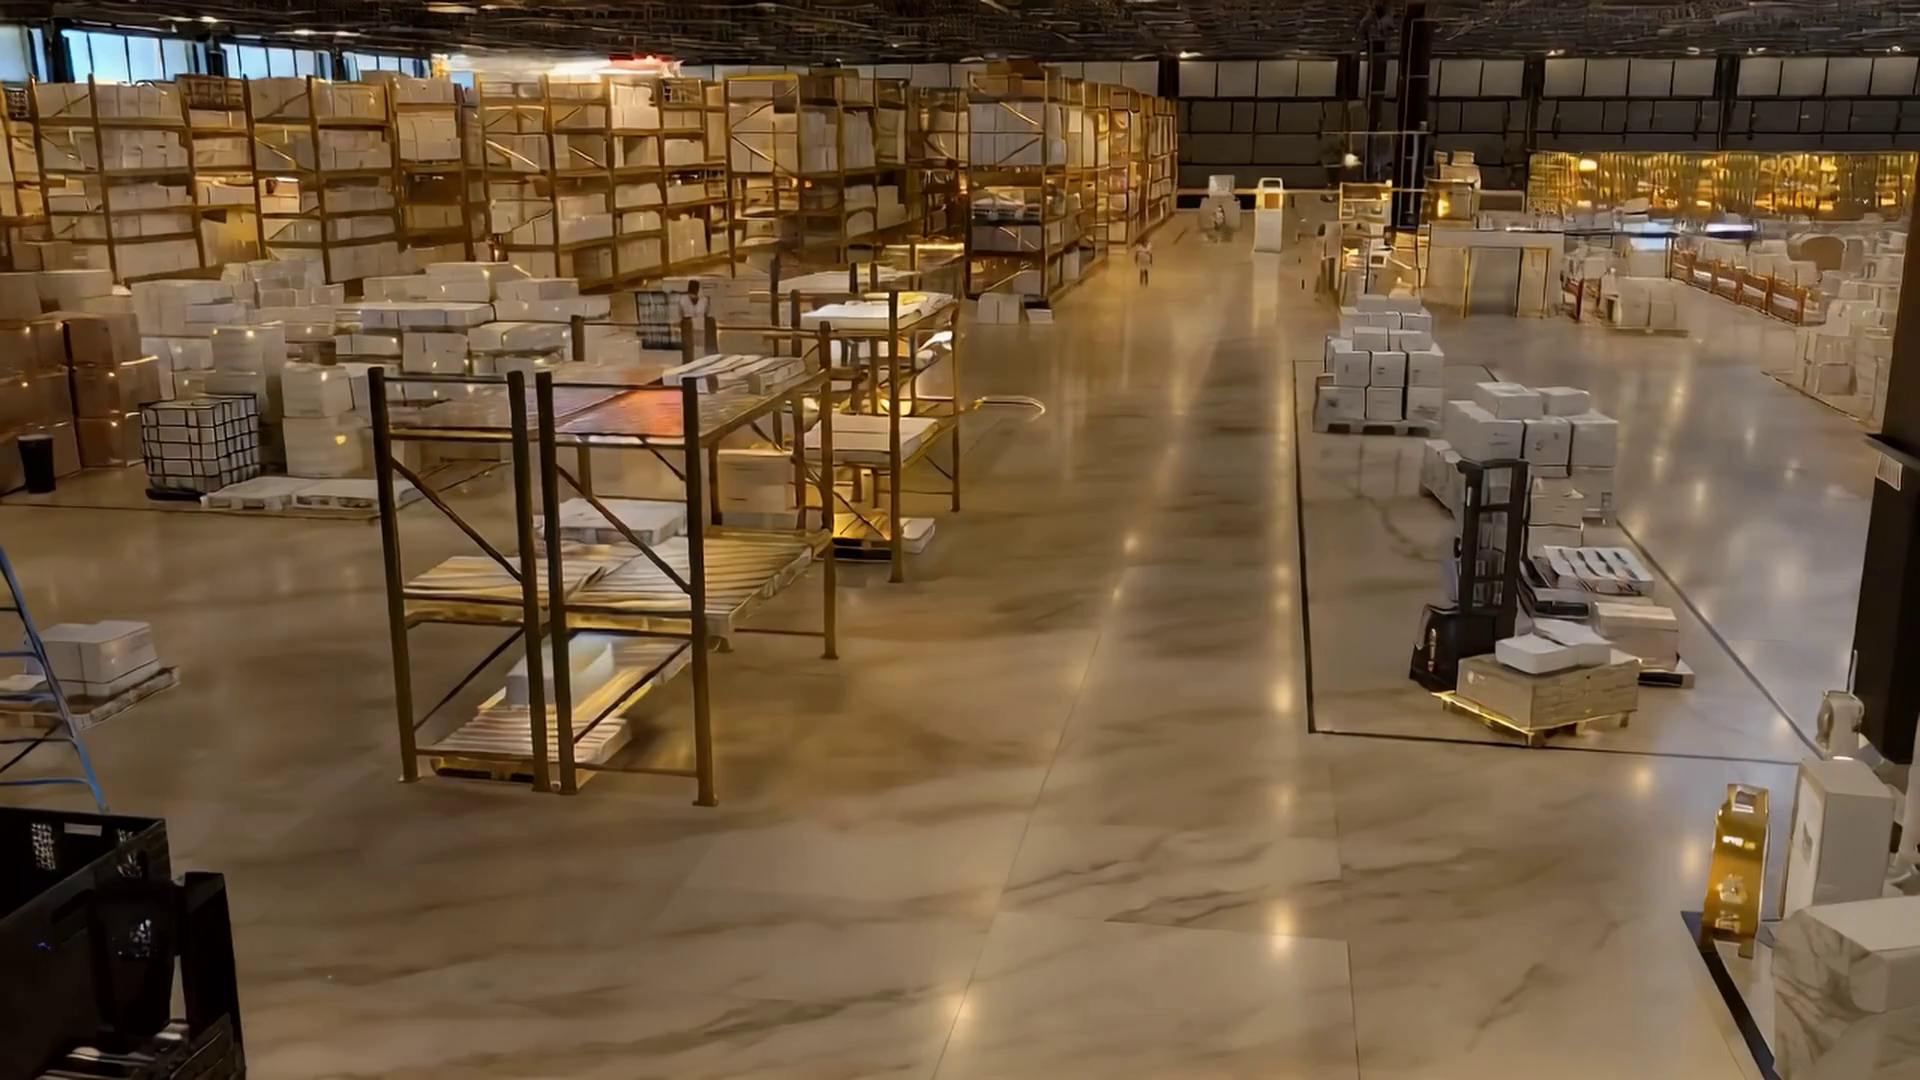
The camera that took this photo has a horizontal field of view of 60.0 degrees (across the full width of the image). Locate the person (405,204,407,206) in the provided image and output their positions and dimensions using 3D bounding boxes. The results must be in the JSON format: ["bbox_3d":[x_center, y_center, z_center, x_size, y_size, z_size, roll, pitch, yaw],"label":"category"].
[{"bbox_3d":[-23.678,-13.854,71.683,0.632,1.805,0.931,7,15,26],"label":"person"}]

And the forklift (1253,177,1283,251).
[{"bbox_3d":[12.083,-12.747,64.956,1.129,2.768,1.873,3,14,10],"label":"forklift"}]

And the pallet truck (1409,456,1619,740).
[{"bbox_3d":[4.504,0.400,13.395,0.823,1.965,1.885,-6,15,-23],"label":"pallet truck"}]

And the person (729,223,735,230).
[{"bbox_3d":[-8.953,-12.187,64.955,0.945,1.792,0.597,1,14,3],"label":"person"}]

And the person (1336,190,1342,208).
[{"bbox_3d":[18.952,-16.606,82.997,0.723,1.726,0.566,8,16,29],"label":"person"}]

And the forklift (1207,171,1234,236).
[{"bbox_3d":[11.714,-15.069,74.383,1.129,2.768,1.873,3,14,10],"label":"forklift"}]

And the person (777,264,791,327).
[{"bbox_3d":[-3.998,-5.362,37.420,0.398,1.680,0.556,11,17,37],"label":"person"}]

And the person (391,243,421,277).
[{"bbox_3d":[-13.905,-6.527,41.795,0.717,1.863,0.509,-10,17,-35],"label":"person"}]

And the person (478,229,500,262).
[{"bbox_3d":[-13.250,-7.821,46.865,0.628,1.948,0.455,1,14,6],"label":"person"}]

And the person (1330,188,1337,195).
[{"bbox_3d":[19.337,-17.395,86.224,0.507,1.713,0.553,-10,17,-34],"label":"person"}]

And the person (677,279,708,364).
[{"bbox_3d":[-5.011,-3.945,31.236,0.588,1.908,0.392,-8,16,-28],"label":"person"}]

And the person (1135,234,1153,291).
[{"bbox_3d":[5.411,-8.189,48.949,0.532,1.674,0.728,3,14,12],"label":"person"}]

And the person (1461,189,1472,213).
[{"bbox_3d":[24.086,-15.816,79.512,0.657,1.863,0.932,-6,15,-23],"label":"person"}]

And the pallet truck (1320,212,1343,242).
[{"bbox_3d":[15.874,-13.227,70.310,0.680,1.201,1.601,10,17,35],"label":"pallet truck"}]

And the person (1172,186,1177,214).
[{"bbox_3d":[11.845,-19.271,93.519,0.934,1.886,0.554,10,17,35],"label":"person"}]

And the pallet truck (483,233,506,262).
[{"bbox_3d":[-11.832,-7.026,43.548,1.885,1.965,0.823,8,16,28],"label":"pallet truck"}]

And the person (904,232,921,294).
[{"bbox_3d":[-1.248,-7.456,45.485,0.570,1.895,0.925,2,14,7],"label":"person"}]

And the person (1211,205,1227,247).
[{"bbox_3d":[10.453,-12.658,67.133,0.605,1.670,0.339,-2,14,-9],"label":"person"}]

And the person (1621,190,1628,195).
[{"bbox_3d":[33.681,-17.035,84.545,0.403,1.822,0.588,-2,14,-10],"label":"person"}]

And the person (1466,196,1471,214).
[{"bbox_3d":[22.116,-14.207,73.040,0.590,1.833,0.404,5,15,18],"label":"person"}]

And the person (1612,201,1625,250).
[{"bbox_3d":[25.752,-12.277,65.007,0.427,1.938,0.615,-7,15,-26],"label":"person"}]
